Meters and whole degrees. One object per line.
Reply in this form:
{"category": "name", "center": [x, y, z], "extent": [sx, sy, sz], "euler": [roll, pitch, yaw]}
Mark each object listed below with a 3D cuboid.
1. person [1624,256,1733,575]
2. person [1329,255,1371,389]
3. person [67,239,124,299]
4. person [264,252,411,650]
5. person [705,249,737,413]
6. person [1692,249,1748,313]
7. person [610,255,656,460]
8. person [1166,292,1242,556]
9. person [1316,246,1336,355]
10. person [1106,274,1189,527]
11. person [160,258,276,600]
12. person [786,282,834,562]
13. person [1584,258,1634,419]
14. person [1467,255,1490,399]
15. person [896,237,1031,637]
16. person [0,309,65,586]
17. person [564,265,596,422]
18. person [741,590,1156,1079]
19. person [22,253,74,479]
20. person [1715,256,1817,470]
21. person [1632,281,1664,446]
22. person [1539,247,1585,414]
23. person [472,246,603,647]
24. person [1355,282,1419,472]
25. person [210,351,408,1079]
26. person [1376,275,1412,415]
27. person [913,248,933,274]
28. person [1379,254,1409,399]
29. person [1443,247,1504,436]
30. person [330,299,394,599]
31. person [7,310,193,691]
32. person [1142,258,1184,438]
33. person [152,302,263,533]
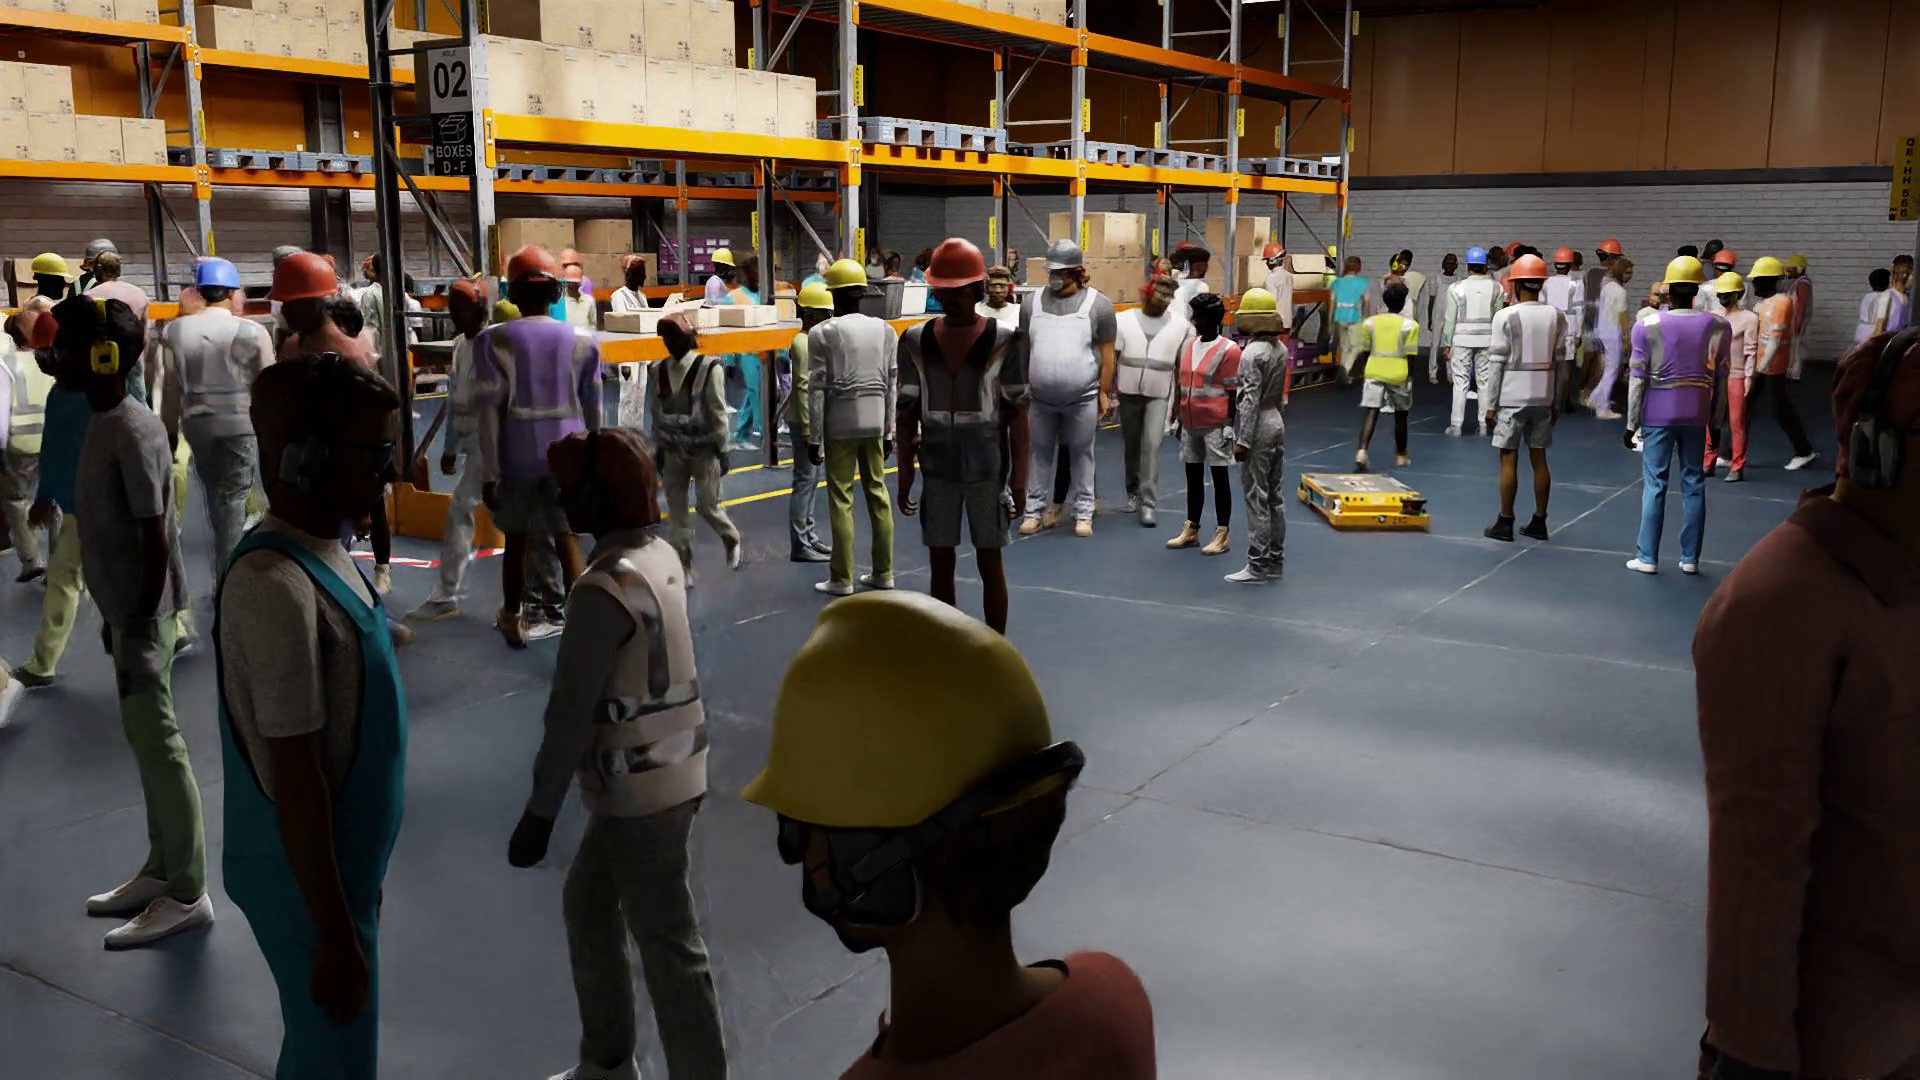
{"category": "person", "center": [4.315, -0.740, 10.049], "extent": [0.585, 1.927, 0.366], "euler": [1, 10, 5]}
{"category": "person", "center": [5.243, -2.938, 22.497], "extent": [0.578, 1.822, 0.664], "euler": [7, 12, 34]}
{"category": "person", "center": [-7.869, -1.769, 15.431], "extent": [0.688, 2.000, 0.537], "euler": [5, 11, 27]}
{"category": "person", "center": [-2.701, -0.239, 7.130], "extent": [0.649, 1.973, 0.599], "euler": [9, 14, 41]}
{"category": "person", "center": [-2.810, -2.447, 19.526], "extent": [0.381, 1.919, 0.584], "euler": [-2, 10, -10]}
{"category": "person", "center": [8.418, -2.273, 18.565], "extent": [0.584, 1.907, 0.767], "euler": [3, 11, 14]}
{"category": "person", "center": [-2.959, -1.637, 15.141], "extent": [0.355, 1.882, 0.576], "euler": [2, 10, 10]}
{"category": "person", "center": [1.590, -0.750, 10.752], "extent": [0.319, 1.693, 0.532], "euler": [-8, 13, -37]}
{"category": "person", "center": [5.801, -3.651, 26.174], "extent": [0.372, 1.925, 0.596], "euler": [1, 10, 4]}
{"category": "person", "center": [1.349, -1.025, 12.040], "extent": [0.592, 1.789, 0.947], "euler": [1, 10, 8]}
{"category": "person", "center": [-4.183, -0.655, 9.599], "extent": [0.650, 1.908, 0.888], "euler": [0, 10, -1]}
{"category": "person", "center": [-0.922, -0.738, 10.510], "extent": [0.338, 1.759, 0.524], "euler": [1, 10, 4]}
{"category": "person", "center": [7.373, -2.250, 18.708], "extent": [0.399, 1.823, 0.518], "euler": [1, 10, 3]}
{"category": "person", "center": [6.583, -2.731, 21.278], "extent": [0.333, 1.860, 0.510], "euler": [2, 10, 9]}
{"category": "person", "center": [0.002, -0.300, 7.331], "extent": [0.611, 2.032, 0.411], "euler": [3, 11, 17]}
{"category": "person", "center": [-5.366, -0.526, 9.686], "extent": [0.412, 1.614, 0.536], "euler": [7, 12, 34]}
{"category": "person", "center": [-4.238, -2.148, 18.333], "extent": [0.566, 1.748, 0.338], "euler": [-9, 14, -42]}
{"category": "person", "center": [-0.028, 0.910, 1.377], "extent": [0.336, 1.758, 0.517], "euler": [7, 12, 35]}
{"category": "person", "center": [-6.947, -1.226, 12.756], "extent": [0.383, 1.921, 0.585], "euler": [-9, 14, -41]}
{"category": "person", "center": [7.142, -1.546, 14.651], "extent": [0.949, 1.886, 0.593], "euler": [0, 10, -2]}
{"category": "person", "center": [6.870, -1.737, 16.420], "extent": [0.515, 1.622, 0.307], "euler": [-3, 11, -15]}
{"category": "person", "center": [7.008, -2.442, 19.436], "extent": [0.545, 1.942, 0.350], "euler": [7, 12, 35]}
{"category": "person", "center": [-2.006, -0.388, 7.934], "extent": [0.616, 1.983, 1.054], "euler": [-5, 11, -25]}
{"category": "person", "center": [3.742, -1.428, 14.609], "extent": [0.532, 1.665, 0.844], "euler": [6, 12, 31]}
{"category": "person", "center": [-1.075, 0.599, 2.870], "extent": [0.346, 1.840, 0.505], "euler": [-4, 11, -19]}
{"category": "person", "center": [5.005, -2.247, 19.261], "extent": [0.491, 1.620, 0.591], "euler": [-6, 12, -31]}
{"category": "person", "center": [-0.565, -4.279, 29.813], "extent": [0.568, 1.878, 0.350], "euler": [0, 10, 0]}
{"category": "person", "center": [5.520, -2.711, 21.191], "extent": [0.417, 1.850, 0.501], "euler": [9, 14, 41]}
{"category": "person", "center": [5.286, -2.035, 17.161], "extent": [0.605, 1.948, 0.389], "euler": [0, 10, -2]}
{"category": "person", "center": [-3.434, -0.507, 9.393], "extent": [0.536, 1.697, 0.322], "euler": [2, 10, 11]}
{"category": "person", "center": [-4.033, -0.200, 7.665], "extent": [0.911, 1.711, 0.556], "euler": [-8, 13, -38]}
{"category": "person", "center": [2.108, -1.961, 17.061], "extent": [0.390, 1.838, 0.562], "euler": [6, 12, 31]}
{"category": "person", "center": [-5.199, -0.815, 11.338], "extent": [0.572, 1.615, 0.539], "euler": [0, 10, 3]}
